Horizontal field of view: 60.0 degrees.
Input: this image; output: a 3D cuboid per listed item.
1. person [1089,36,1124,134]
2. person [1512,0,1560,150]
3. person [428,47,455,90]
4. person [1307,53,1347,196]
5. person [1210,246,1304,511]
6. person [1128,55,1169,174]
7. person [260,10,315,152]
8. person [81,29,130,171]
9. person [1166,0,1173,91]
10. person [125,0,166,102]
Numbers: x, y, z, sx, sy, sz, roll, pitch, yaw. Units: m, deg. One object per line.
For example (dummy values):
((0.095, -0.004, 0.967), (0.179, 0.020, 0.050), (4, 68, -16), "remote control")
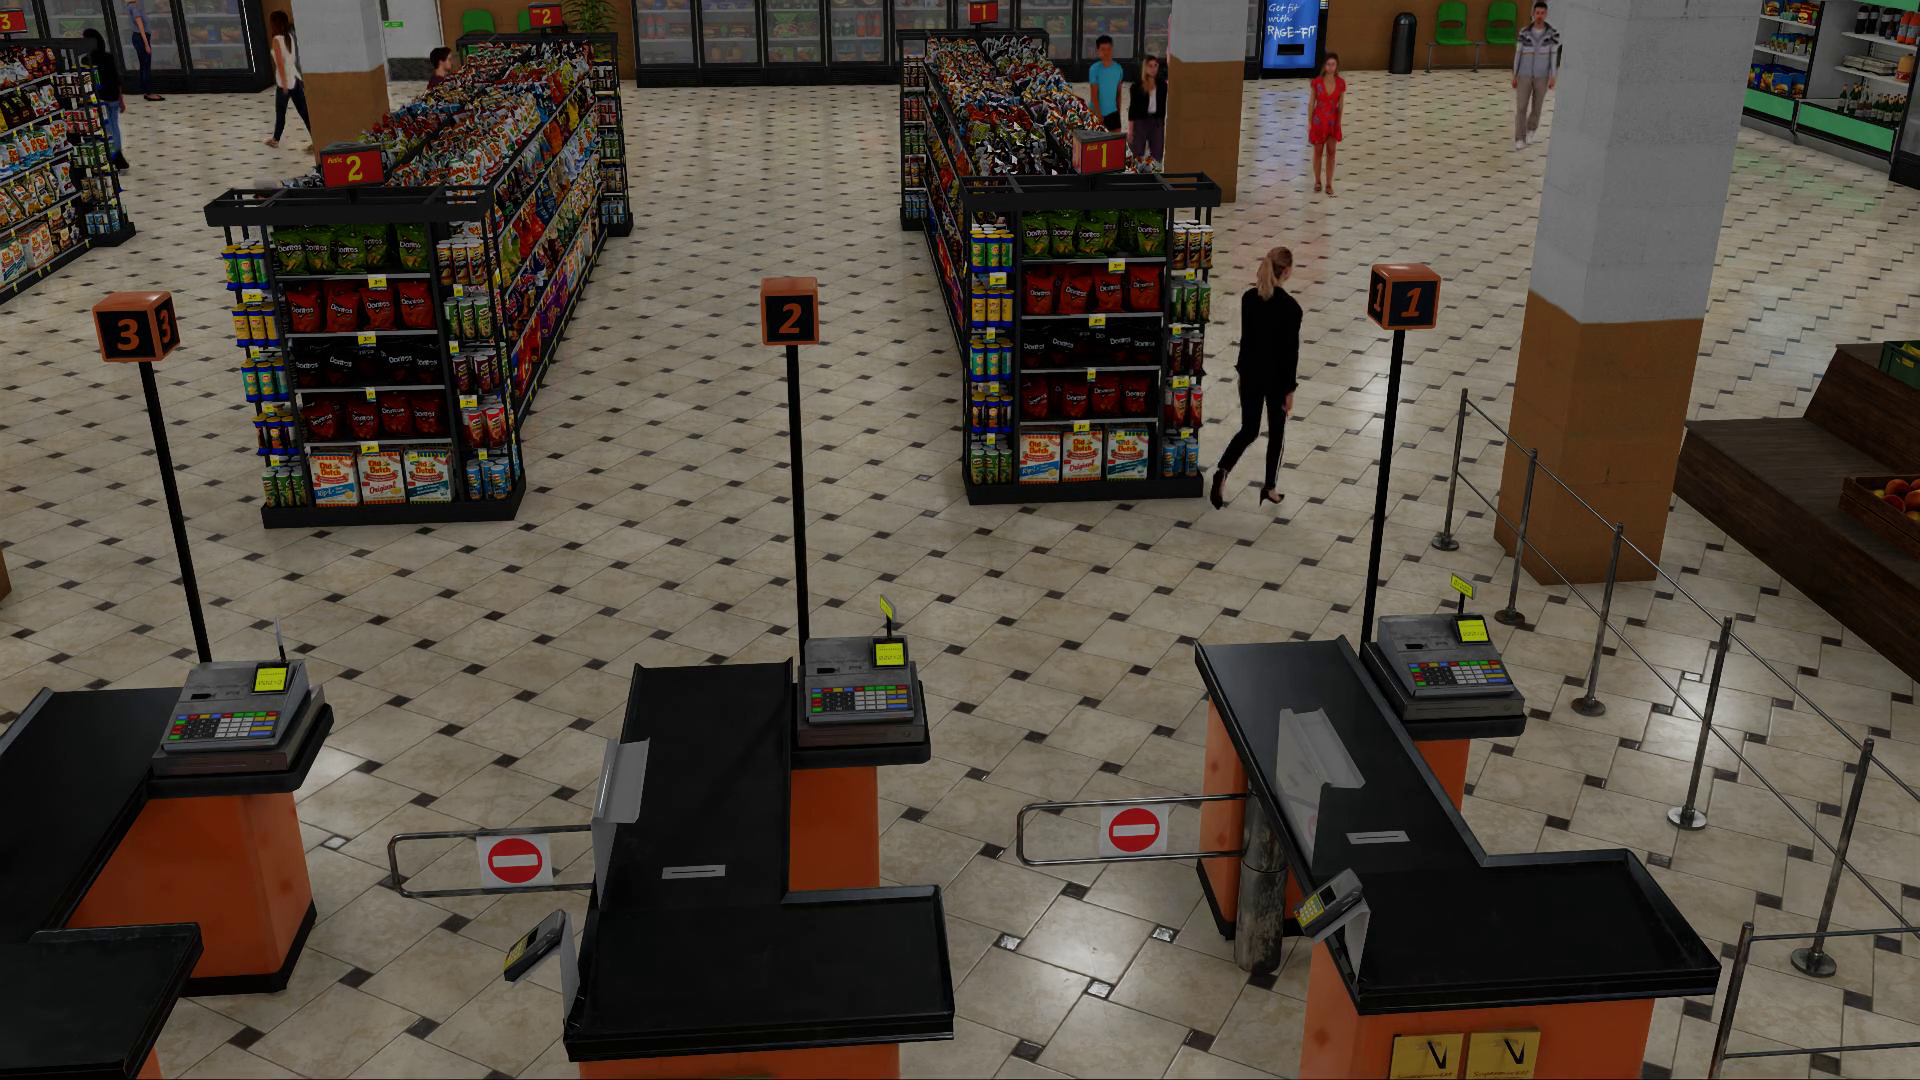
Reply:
((1.584, -4.889, 19.172), (0.914, 1.722, 1.232), (-11, 26, -24), "person")
((7.495, -6.068, 21.708), (0.972, 1.849, 1.248), (6, 24, 14), "person")
((-5.544, -4.252, 17.604), (0.941, 1.811, 1.082), (-10, 26, -23), "person")
((4.193, -4.792, 19.141), (0.689, 1.569, 0.902), (4, 24, 9), "person")
((1.808, -0.929, 10.170), (1.012, 1.682, 1.049), (21, 31, 40), "person")
((2.039, -4.502, 18.413), (0.666, 1.622, 1.066), (-4, 24, -9), "person")
((-8.479, -5.816, 21.262), (0.903, 1.744, 1.073), (6, 24, 13), "person")
((-10.352, -5.301, 20.174), (1.042, 1.674, 0.957), (21, 31, 39), "person")
((2.980, -6.821, 23.511), (0.978, 1.782, 1.059), (10, 25, 21), "person")
((-12.485, -7.594, 25.353), (0.713, 1.723, 0.603), (-16, 28, -31), "person")
